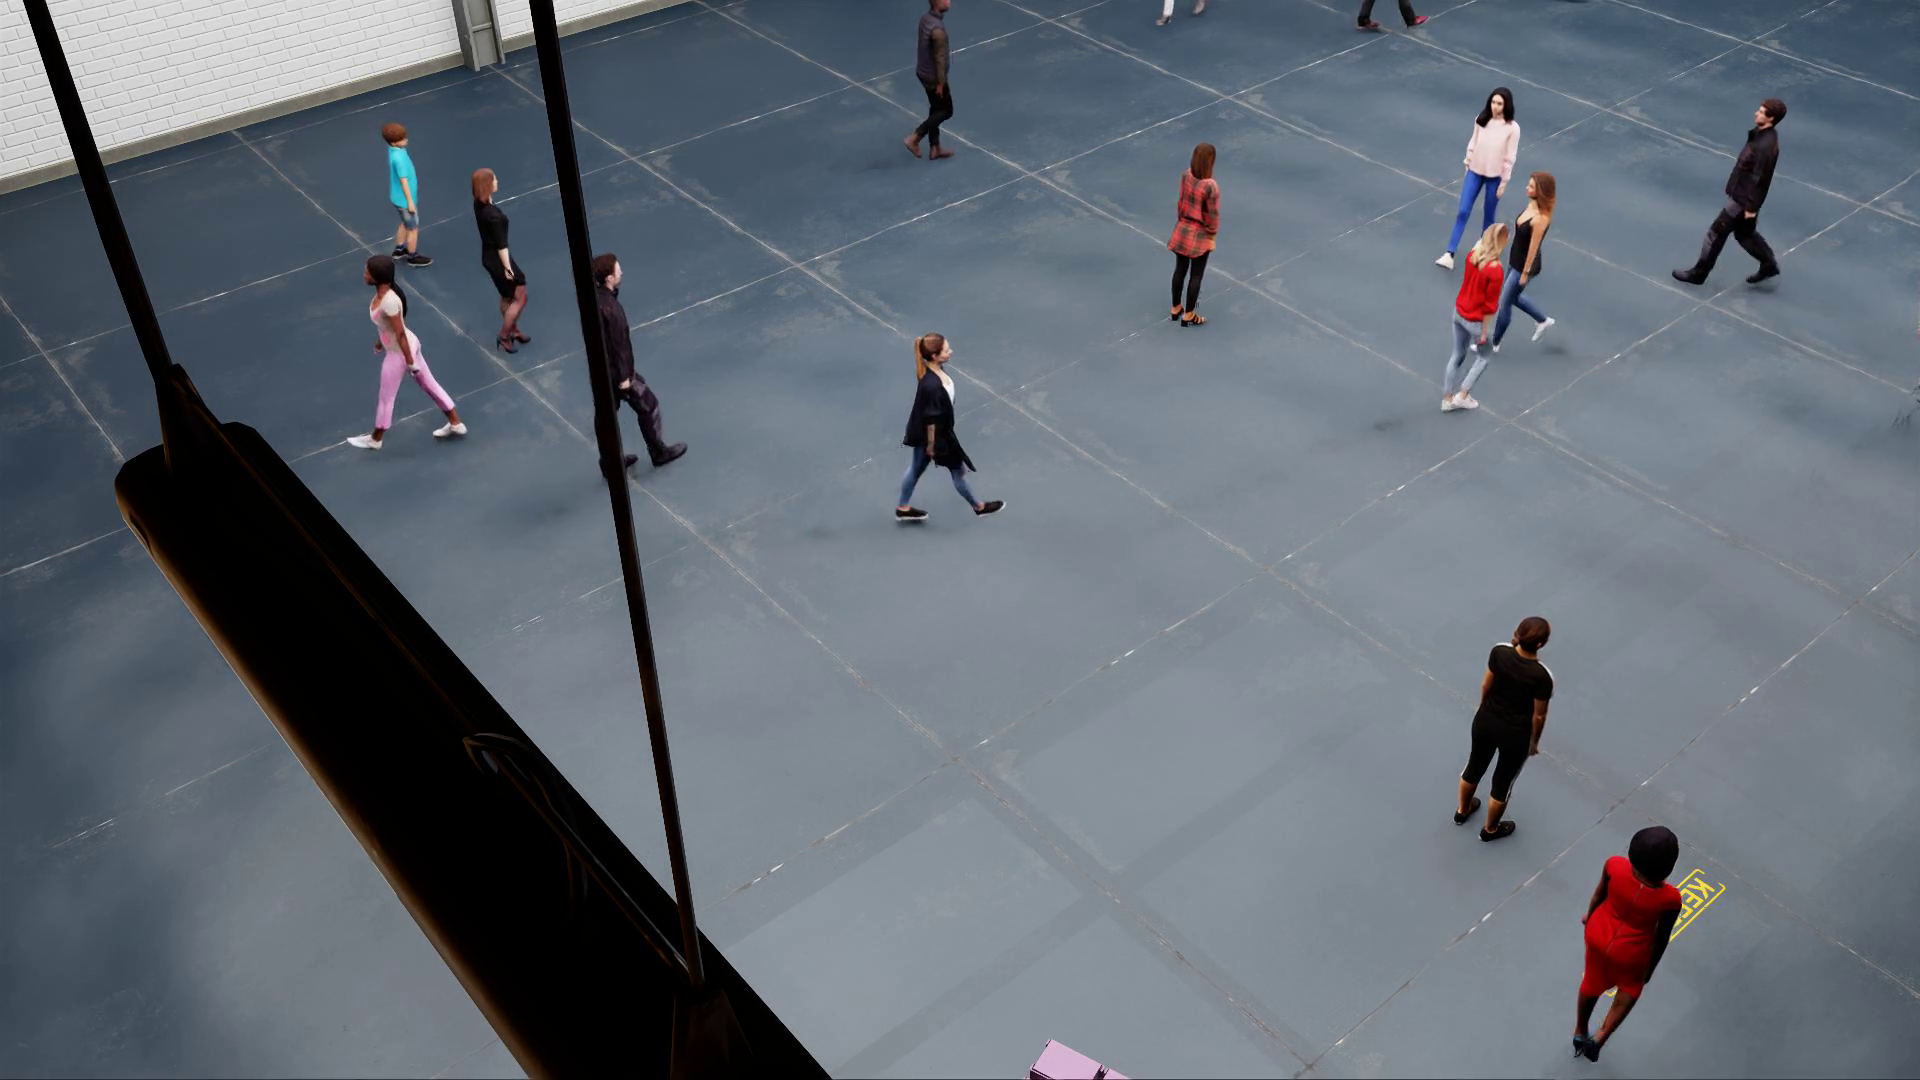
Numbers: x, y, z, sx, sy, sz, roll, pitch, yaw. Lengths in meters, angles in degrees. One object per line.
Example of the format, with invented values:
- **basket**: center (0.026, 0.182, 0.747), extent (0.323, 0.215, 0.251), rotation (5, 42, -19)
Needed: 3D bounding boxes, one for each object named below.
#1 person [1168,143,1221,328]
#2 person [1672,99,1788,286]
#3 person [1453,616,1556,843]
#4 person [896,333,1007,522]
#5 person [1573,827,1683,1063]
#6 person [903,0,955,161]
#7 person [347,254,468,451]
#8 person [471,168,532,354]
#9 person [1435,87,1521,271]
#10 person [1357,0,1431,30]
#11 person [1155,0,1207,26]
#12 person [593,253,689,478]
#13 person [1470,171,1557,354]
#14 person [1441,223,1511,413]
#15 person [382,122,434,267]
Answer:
- **person**: center (2.053, -2.684, 14.597), extent (0.561, 1.698, 0.621), rotation (-26, 45, -29)
- **person**: center (7.192, -3.074, 15.002), extent (1.157, 1.802, 1.226), rotation (13, 40, 16)
- **person**: center (3.235, 1.107, 9.876), extent (0.499, 1.667, 0.579), rotation (-26, 45, -29)
- **person**: center (-0.284, -0.783, 12.260), extent (1.150, 1.643, 1.009), rotation (-3, 39, -3)
- **person**: center (3.342, 2.132, 8.539), extent (0.639, 1.732, 0.672), rotation (28, 46, 30)
- **person**: center (-0.346, -4.752, 17.088), extent (0.955, 1.821, 0.872), rotation (-10, 40, -12)
- **person**: center (-4.288, -1.470, 13.077), extent (1.198, 1.697, 0.930), rotation (-8, 39, -10)
- **person**: center (-3.973, -2.340, 14.167), extent (0.601, 1.698, 0.644), rotation (-24, 44, -27)
- **person**: center (4.930, -3.373, 15.436), extent (0.793, 1.728, 1.132), rotation (27, 46, 30)
- **person**: center (5.092, -6.943, 19.874), extent (1.191, 1.768, 1.047), rotation (-3, 39, -4)
- **person**: center (2.811, -7.206, 20.206), extent (0.915, 1.764, 1.273), rotation (21, 43, 24)
- **person**: center (-2.691, -1.269, 12.671), extent (0.900, 1.890, 0.696), rotation (-29, 47, -31)
- **person**: center (4.860, -2.332, 14.152), extent (0.987, 1.703, 0.939), rotation (4, 39, 4)
- **person**: center (4.078, -1.766, 13.451), extent (0.636, 1.695, 0.662), rotation (-16, 41, -19)
- **person**: center (-5.203, -3.225, 15.488), extent (0.688, 1.432, 0.663), rotation (-21, 43, -24)
